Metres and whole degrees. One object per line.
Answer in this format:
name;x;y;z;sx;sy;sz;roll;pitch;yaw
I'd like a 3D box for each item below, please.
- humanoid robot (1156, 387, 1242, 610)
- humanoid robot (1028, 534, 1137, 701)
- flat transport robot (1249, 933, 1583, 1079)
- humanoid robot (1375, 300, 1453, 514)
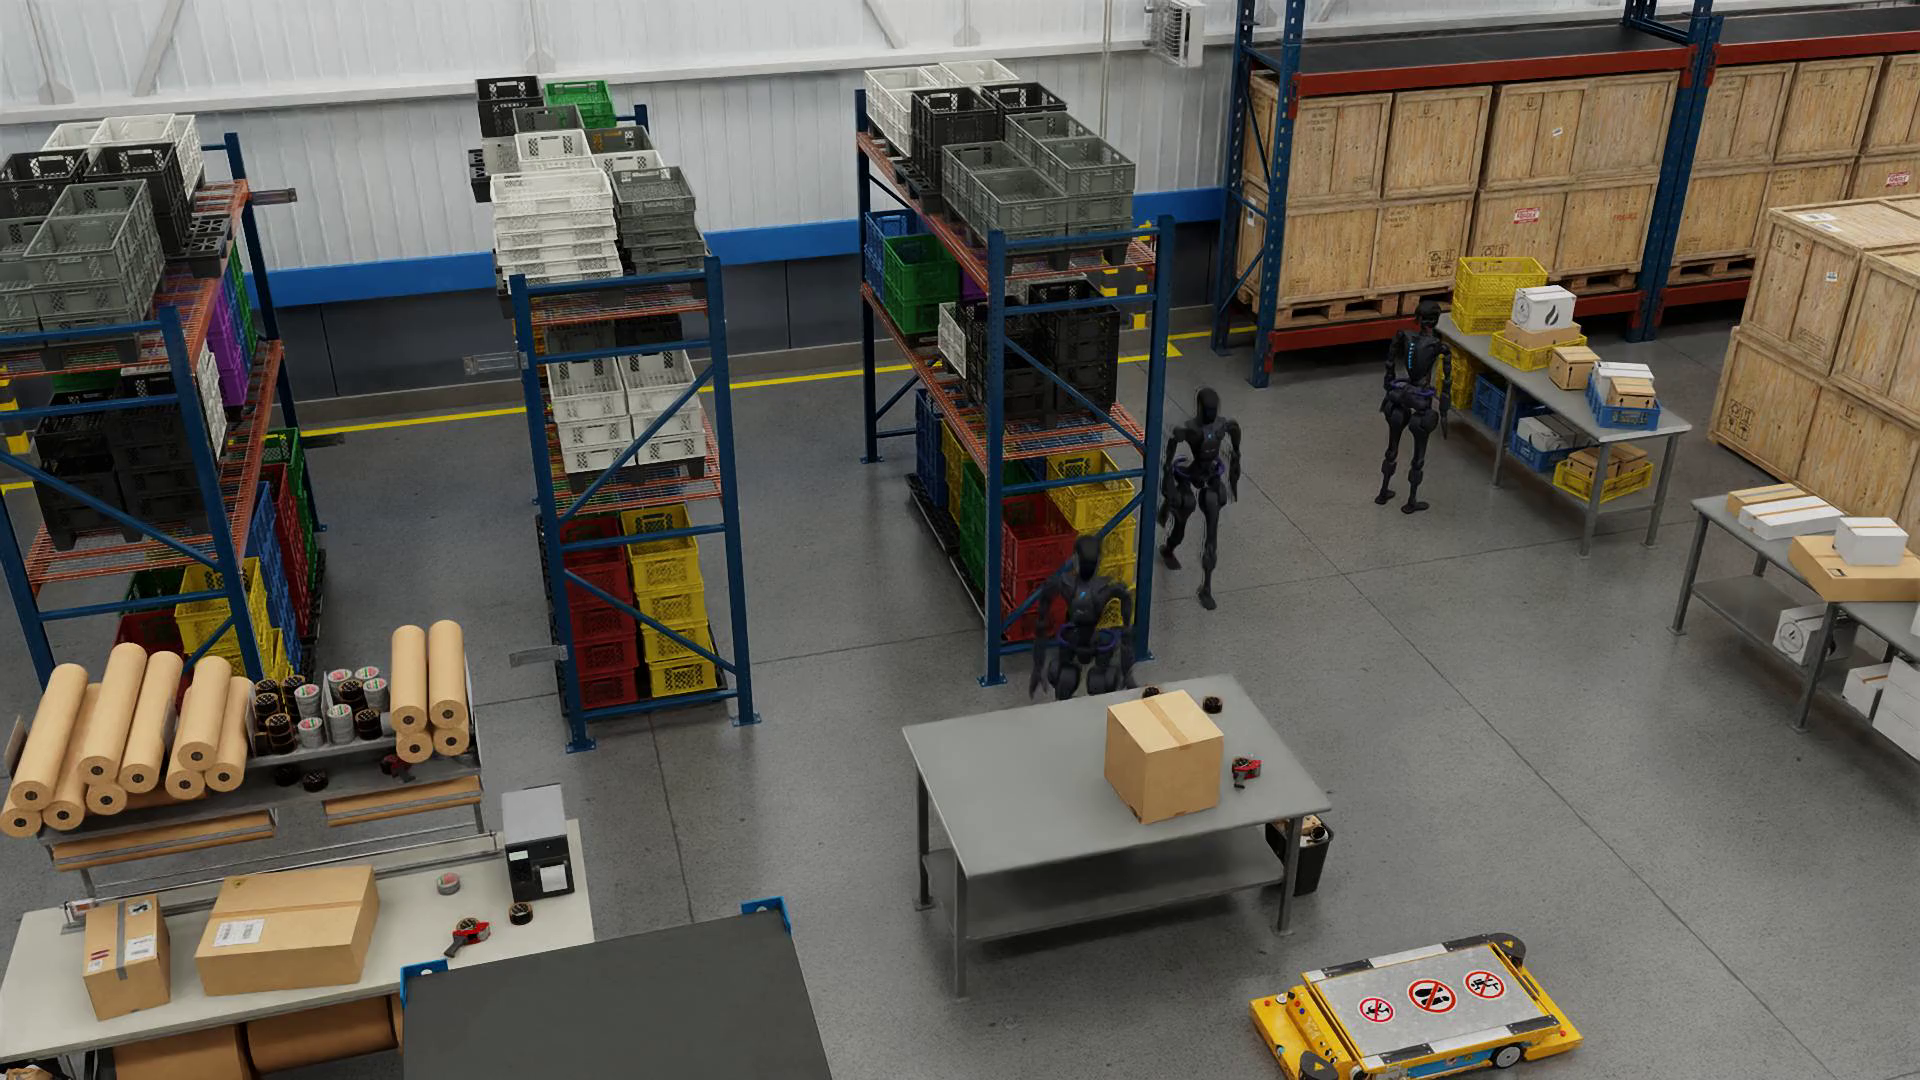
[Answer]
humanoid robot;1.631;-0.389;11.474;0.632;1.621;0.763;-4;29;-7
humanoid robot;0.703;0.713;9.396;0.640;1.647;0.344;7;30;13
flat transport robot;2.184;2.282;7.980;1.431;0.197;0.652;-8;30;-14
humanoid robot;3.423;-1.018;12.537;0.313;1.657;0.609;-25;37;-38
